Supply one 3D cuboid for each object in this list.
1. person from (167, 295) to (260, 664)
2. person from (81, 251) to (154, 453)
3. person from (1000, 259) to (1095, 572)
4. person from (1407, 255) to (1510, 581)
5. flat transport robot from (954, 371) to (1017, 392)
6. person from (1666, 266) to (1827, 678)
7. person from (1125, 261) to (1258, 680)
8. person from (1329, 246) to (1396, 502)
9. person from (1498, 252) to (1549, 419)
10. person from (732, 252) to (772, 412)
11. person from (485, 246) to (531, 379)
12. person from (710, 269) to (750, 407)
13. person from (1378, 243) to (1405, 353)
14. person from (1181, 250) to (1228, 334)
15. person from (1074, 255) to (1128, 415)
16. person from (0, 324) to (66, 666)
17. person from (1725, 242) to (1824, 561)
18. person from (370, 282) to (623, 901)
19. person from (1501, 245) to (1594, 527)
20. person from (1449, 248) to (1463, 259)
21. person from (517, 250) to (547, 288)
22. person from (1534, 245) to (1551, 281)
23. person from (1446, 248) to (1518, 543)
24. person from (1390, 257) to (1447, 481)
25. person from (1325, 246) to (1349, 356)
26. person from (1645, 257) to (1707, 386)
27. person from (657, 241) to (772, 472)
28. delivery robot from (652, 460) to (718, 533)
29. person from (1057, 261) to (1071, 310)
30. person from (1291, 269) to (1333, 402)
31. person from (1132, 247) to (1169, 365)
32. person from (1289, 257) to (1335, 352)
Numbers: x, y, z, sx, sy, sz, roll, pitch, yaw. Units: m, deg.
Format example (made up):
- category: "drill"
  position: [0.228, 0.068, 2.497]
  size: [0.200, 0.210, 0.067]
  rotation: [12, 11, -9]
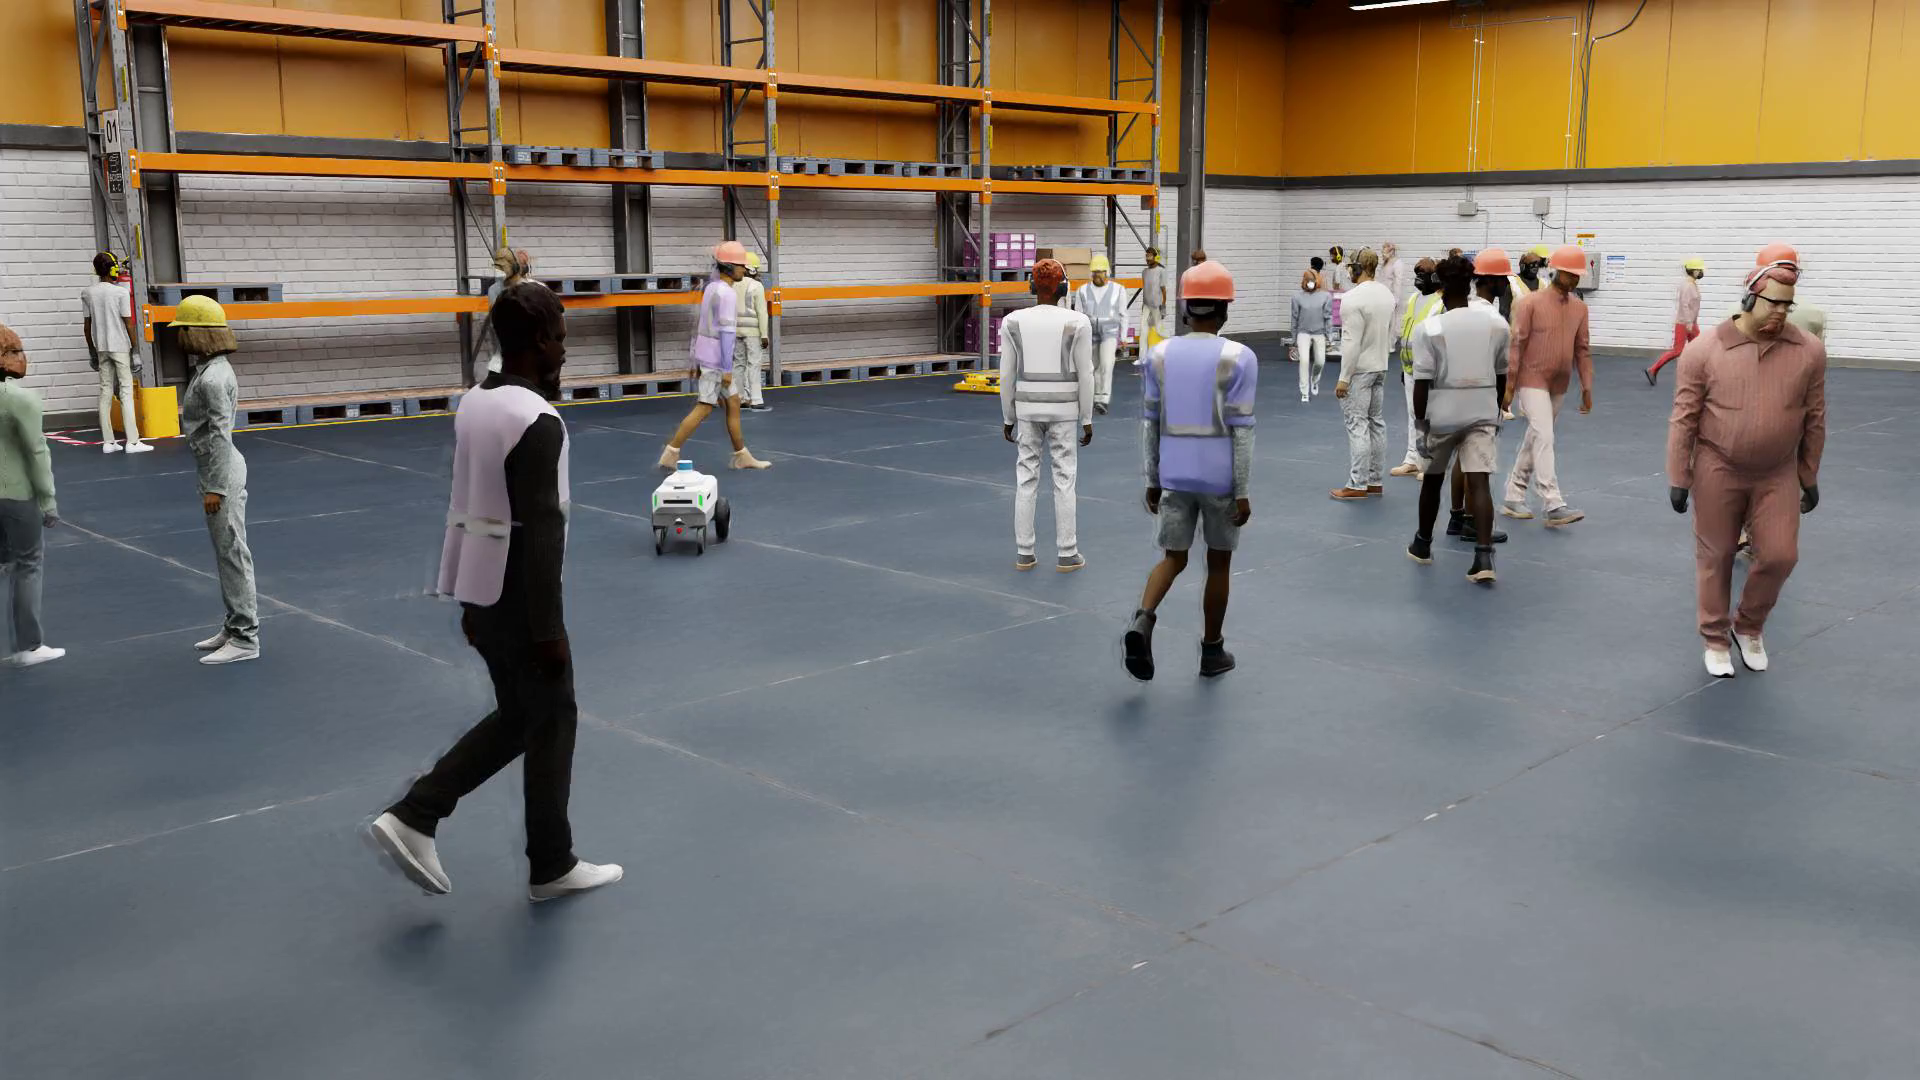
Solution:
- category: "person"
  position: [-3.551, -0.286, 7.918]
  size: [0.294, 1.744, 0.486]
  rotation: [-5, 12, -26]
- category: "person"
  position: [-7.877, -1.740, 15.492]
  size: [0.521, 1.874, 0.328]
  rotation: [1, 10, 8]
- category: "person"
  position: [0.528, -0.743, 10.028]
  size: [0.577, 1.883, 0.353]
  rotation: [3, 11, 16]
- category: "person"
  position: [2.969, -0.730, 9.904]
  size: [0.612, 1.915, 1.023]
  rotation: [0, 10, 1]
- category: "flat transport robot"
  position: [0.603, -2.105, 21.849]
  size: [0.652, 0.197, 1.431]
  rotation: [7, 13, 35]
- category: "person"
  position: [3.571, -0.293, 7.561]
  size: [0.678, 1.882, 0.439]
  rotation: [2, 11, 10]
- category: "person"
  position: [1.031, -0.281, 7.439]
  size: [0.549, 1.914, 0.736]
  rotation: [7, 12, 33]
- category: "person"
  position: [3.076, -1.261, 12.701]
  size: [0.352, 1.937, 0.635]
  rotation: [10, 14, 42]
- category: "person"
  position: [6.230, -2.248, 18.353]
  size: [0.634, 1.839, 0.429]
  rotation: [-3, 11, -17]
- category: "person"
  position: [-2.427, -2.391, 19.151]
  size: [0.600, 1.829, 0.404]
  rotation: [8, 13, 37]
- category: "person"
  position: [-3.748, -1.489, 13.966]
  size: [0.647, 1.923, 0.445]
  rotation: [7, 13, 35]
- category: "person"
  position: [-2.672, -2.509, 19.501]
  size: [0.633, 1.938, 0.356]
  rotation: [6, 12, 28]
- category: "person"
  position: [7.335, -4.124, 28.452]
  size: [0.415, 1.881, 0.667]
  rotation: [-3, 11, -14]
- category: "person"
  position: [3.537, -3.296, 24.139]
  size: [0.697, 1.812, 0.444]
  rotation: [0, 10, 0]
- category: "person"
  position: [1.567, -2.323, 18.905]
  size: [0.624, 1.783, 0.909]
  rotation: [3, 11, 17]
- category: "person"
  position: [-4.457, -0.185, 7.705]
  size: [0.512, 1.617, 0.461]
  rotation: [2, 11, 13]
- category: "person"
  position: [4.984, -0.845, 10.315]
  size: [0.657, 1.974, 0.450]
  rotation: [1, 10, 3]
- category: "person"
  position: [-1.399, 0.185, 4.960]
  size: [0.648, 1.891, 0.599]
  rotation: [-7, 12, -33]
- category: "person"
  position: [4.175, -1.064, 11.600]
  size: [0.629, 1.942, 0.979]
  rotation: [-5, 11, -24]
- category: "person"
  position: [8.134, -3.860, 27.234]
  size: [0.851, 1.810, 0.520]
  rotation: [9, 14, 41]
- category: "person"
  position: [-4.394, -1.965, 16.726]
  size: [0.570, 1.867, 0.417]
  rotation: [7, 12, 33]
- category: "person"
  position: [9.035, -3.730, 26.327]
  size: [0.579, 1.889, 0.915]
  rotation: [-8, 13, -38]
- category: "person"
  position: [3.467, -0.955, 11.032]
  size: [0.356, 1.937, 0.552]
  rotation: [0, 10, -2]
- category: "person"
  position: [3.866, -1.413, 13.793]
  size: [0.430, 1.843, 0.626]
  rotation: [-4, 11, -22]
- category: "person"
  position: [6.380, -4.001, 27.899]
  size: [0.434, 1.840, 0.581]
  rotation: [6, 12, 29]
- category: "person"
  position: [9.589, -2.883, 22.092]
  size: [0.522, 1.739, 0.757]
  rotation: [-10, 14, -44]
- category: "person"
  position: [-2.122, -1.522, 14.044]
  size: [0.987, 1.991, 0.624]
  rotation: [-3, 11, -18]
- category: "delivery robot"
  position: [-1.789, -0.276, 10.847]
  size: [0.477, 0.478, 0.707]
  rotation: [0, 10, -1]
- category: "person"
  position: [1.460, -3.333, 24.831]
  size: [0.501, 1.631, 0.287]
  rotation: [10, 14, 43]
- category: "person"
  position: [4.301, -2.514, 20.392]
  size: [0.510, 1.615, 0.619]
  rotation: [1, 10, 7]
- category: "person"
  position: [3.074, -3.686, 26.202]
  size: [0.870, 1.844, 0.517]
  rotation: [-10, 14, -43]
- category: "person"
  position: [6.218, -4.090, 28.908]
  size: [0.858, 1.653, 0.534]
  rotation: [2, 11, 10]
